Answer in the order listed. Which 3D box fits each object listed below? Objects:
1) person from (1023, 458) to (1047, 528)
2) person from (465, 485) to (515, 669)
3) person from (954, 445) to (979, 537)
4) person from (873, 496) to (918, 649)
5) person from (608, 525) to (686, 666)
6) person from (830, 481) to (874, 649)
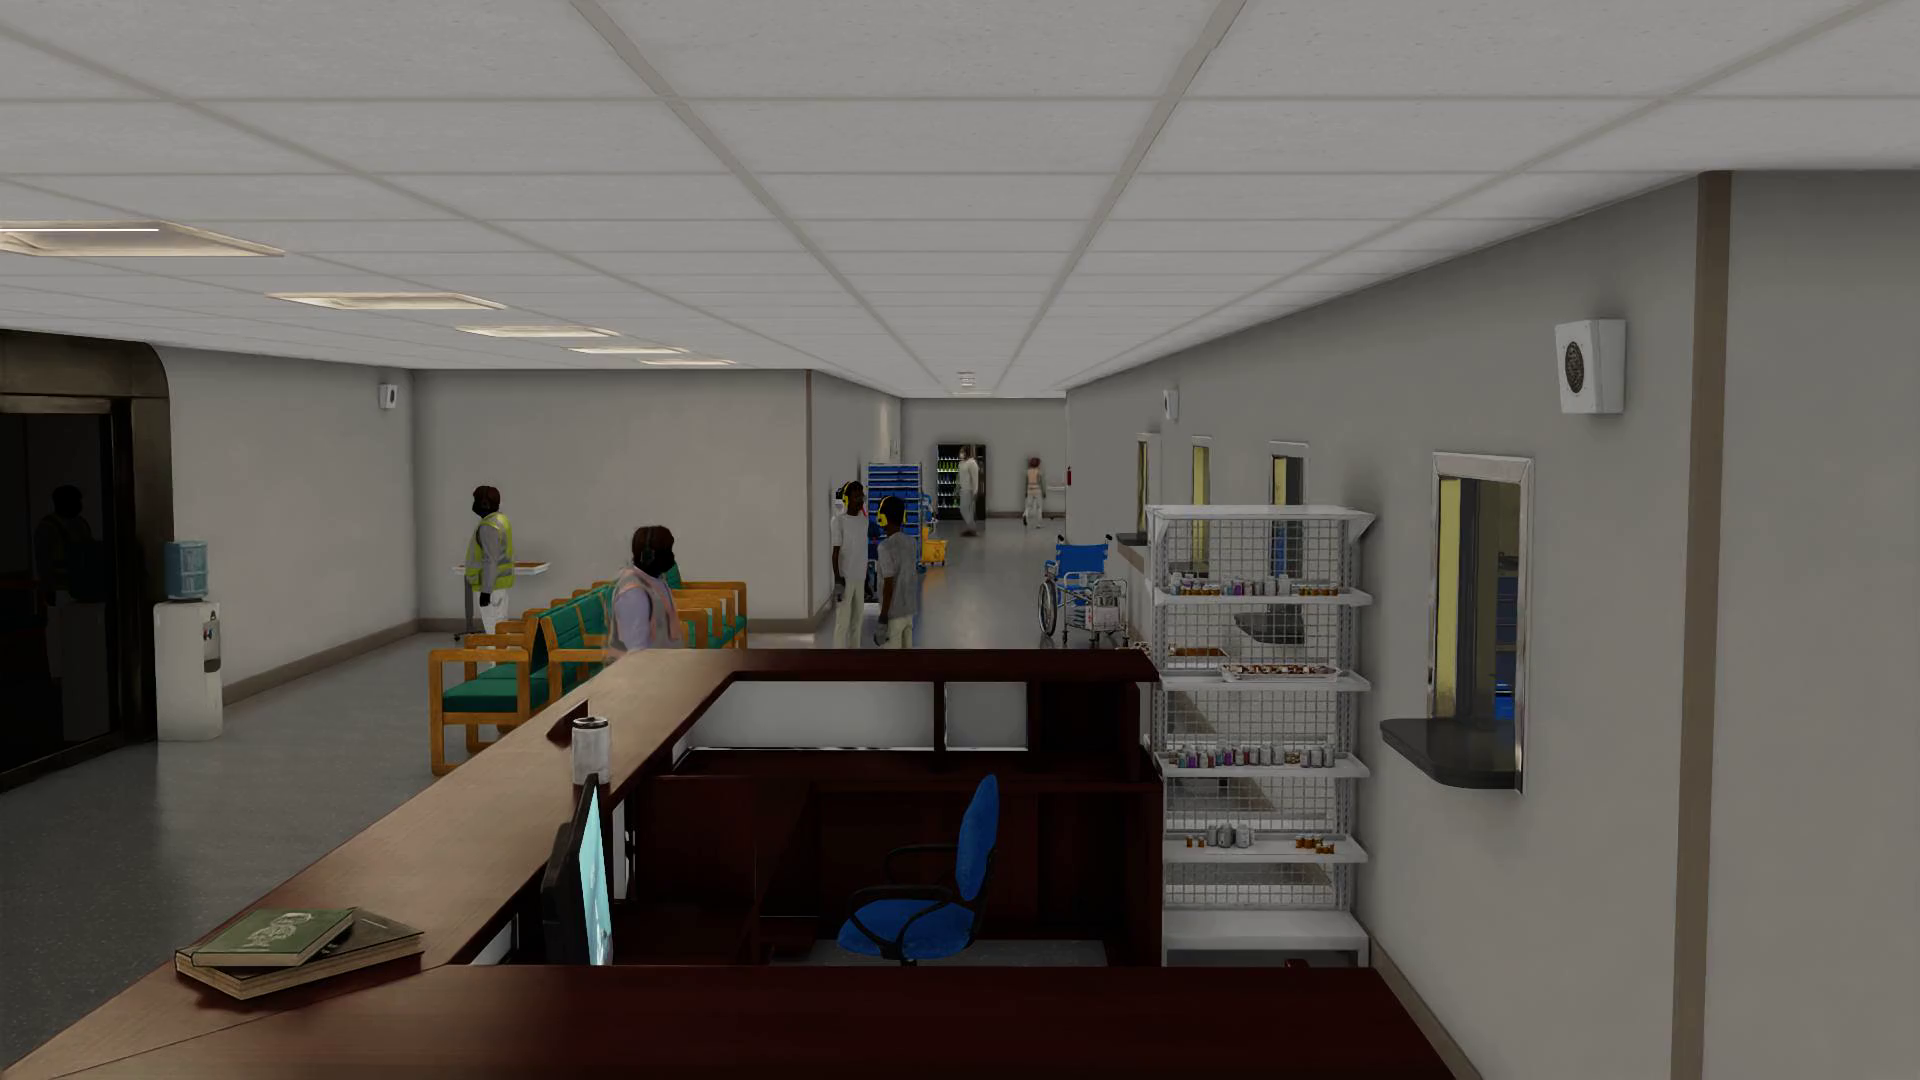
[{"bbox_3d":[1.671,-1.050,37.414,0.534,1.615,0.611,2,5,29],"label":"person"},{"bbox_3d":[-4.270,0.425,15.103,0.430,1.845,0.624,0,4,-6],"label":"person"},{"bbox_3d":[0.100,-1.007,34.640,0.599,1.919,0.625,-2,4,-24],"label":"person"},{"bbox_3d":[-0.500,0.597,12.547,0.335,1.864,0.521,2,5,27],"label":"person"},{"bbox_3d":[-1.784,0.822,9.631,0.476,1.826,0.656,0,4,0],"label":"person"},{"bbox_3d":[-0.992,0.384,15.470,0.329,1.872,0.508,3,5,35],"label":"person"}]
